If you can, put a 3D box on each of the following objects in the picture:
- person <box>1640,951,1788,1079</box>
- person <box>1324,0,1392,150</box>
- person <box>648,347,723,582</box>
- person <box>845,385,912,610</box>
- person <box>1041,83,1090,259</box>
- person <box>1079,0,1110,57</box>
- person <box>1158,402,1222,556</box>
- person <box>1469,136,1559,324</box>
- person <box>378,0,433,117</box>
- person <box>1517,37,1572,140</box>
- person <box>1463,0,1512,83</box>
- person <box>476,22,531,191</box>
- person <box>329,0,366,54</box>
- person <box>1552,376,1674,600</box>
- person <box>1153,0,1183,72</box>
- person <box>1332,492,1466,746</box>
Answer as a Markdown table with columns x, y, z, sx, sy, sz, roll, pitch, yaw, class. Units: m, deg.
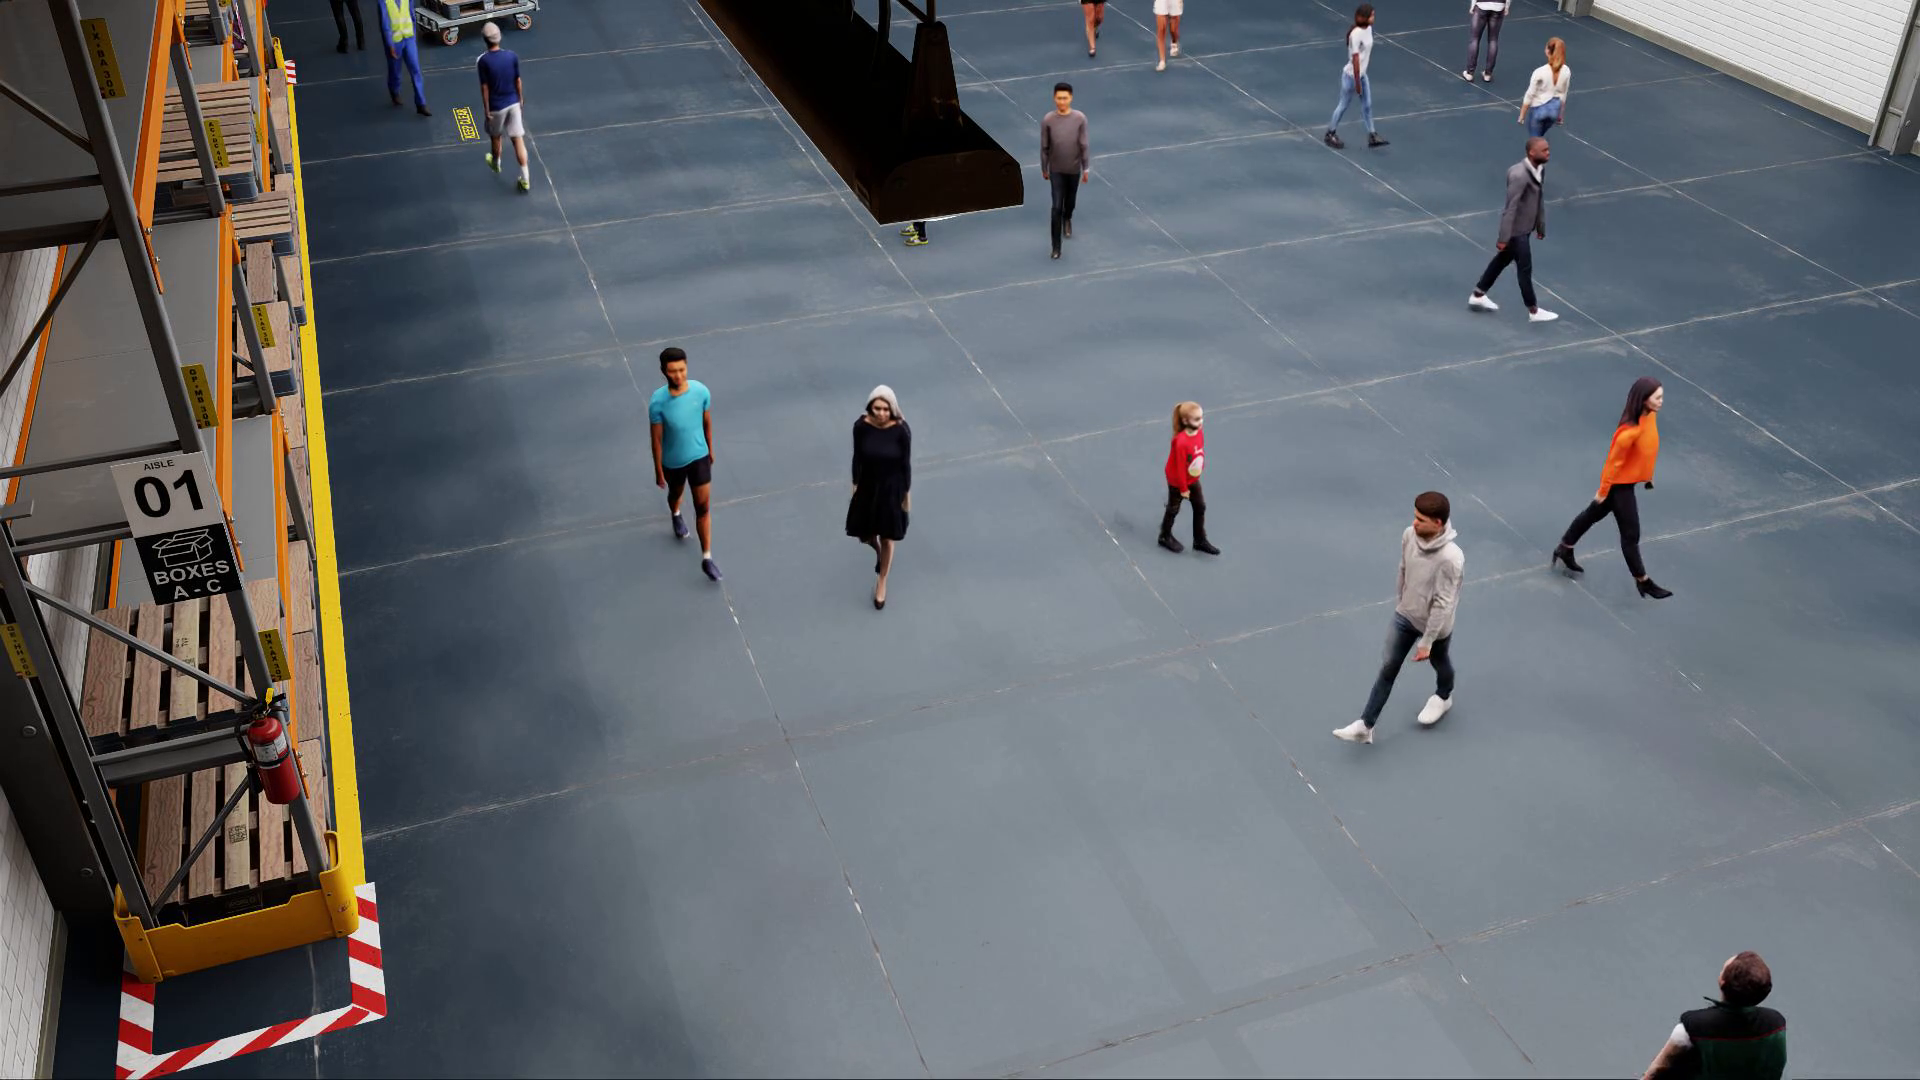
| x | y | z | sx | sy | sz | roll | pitch | yaw | class |
| --- | --- | --- | --- | --- | --- | --- | --- | --- | --- |
| 3.301 | 2.581 | 7.367 | 0.846 | 1.794 | 1.158 | -3 | 34 | -4 | person |
| 4.559 | -5.430 | 19.514 | 1.124 | 1.689 | 0.964 | 22 | 40 | 30 | person |
| -2.065 | -0.629 | 12.258 | 0.685 | 1.725 | 1.181 | -14 | 36 | -20 | person |
| -0.552 | -0.349 | 11.825 | 0.794 | 1.740 | 0.884 | 4 | 34 | 5 | person |
| 1.091 | -3.830 | 17.067 | 1.215 | 1.735 | 0.939 | -10 | 35 | -15 | person |
| 1.794 | -7.452 | 22.579 | 0.745 | 1.665 | 0.911 | -2 | 34 | -3 | person |
| 1.632 | -0.472 | 12.437 | 0.802 | 1.266 | 0.688 | 26 | 41 | 33 | person |
| 5.180 | -2.935 | 15.690 | 1.264 | 1.767 | 1.126 | 21 | 39 | 29 | person |
| -6.965 | -6.181 | 20.554 | 0.912 | 1.789 | 1.249 | -24 | 40 | -31 | person |
| 6.472 | -4.642 | 18.313 | 0.651 | 1.707 | 0.658 | -8 | 34 | -12 | person |
| 6.861 | -6.882 | 21.580 | 0.750 | 1.821 | 0.713 | 0 | 34 | 0 | person |
| -5.019 | -4.755 | 18.415 | 0.859 | 1.782 | 1.231 | -21 | 39 | -28 | person |
| -8.430 | -7.556 | 22.630 | 0.686 | 1.781 | 0.690 | -21 | 39 | -29 | person |
| 4.656 | -0.413 | 11.955 | 1.216 | 1.702 | 1.030 | 23 | 40 | 30 | person |
| 2.787 | -7.125 | 22.073 | 0.867 | 1.680 | 0.962 | 11 | 35 | 16 | person |
| 3.014 | 0.494 | 10.510 | 0.972 | 1.792 | 1.266 | -22 | 39 | -29 | person |
